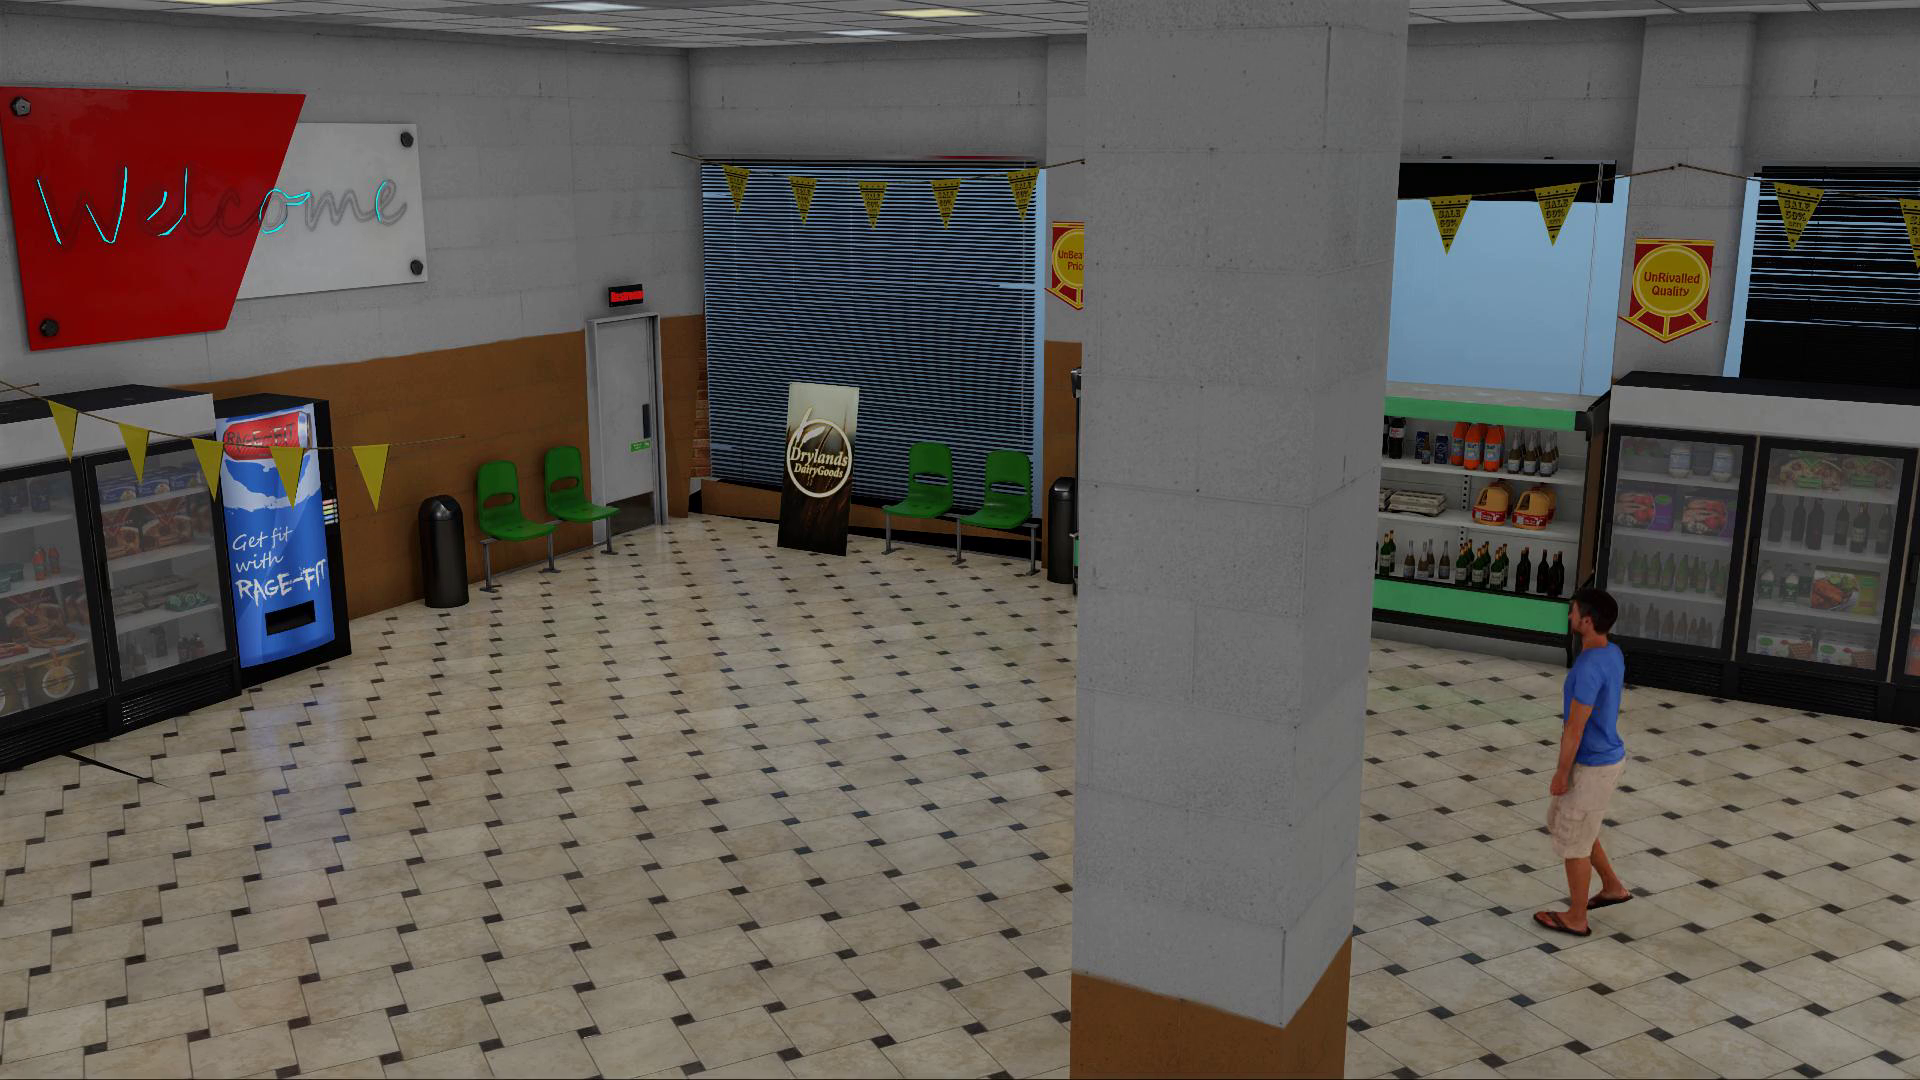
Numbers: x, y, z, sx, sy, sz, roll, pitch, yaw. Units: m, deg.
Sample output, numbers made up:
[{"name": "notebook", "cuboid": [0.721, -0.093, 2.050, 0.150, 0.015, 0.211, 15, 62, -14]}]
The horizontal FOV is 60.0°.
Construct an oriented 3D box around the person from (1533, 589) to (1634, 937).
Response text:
[{"name": "person", "cuboid": [3.351, 1.181, 8.607, 0.706, 1.850, 0.643, 9, 16, 34]}]
